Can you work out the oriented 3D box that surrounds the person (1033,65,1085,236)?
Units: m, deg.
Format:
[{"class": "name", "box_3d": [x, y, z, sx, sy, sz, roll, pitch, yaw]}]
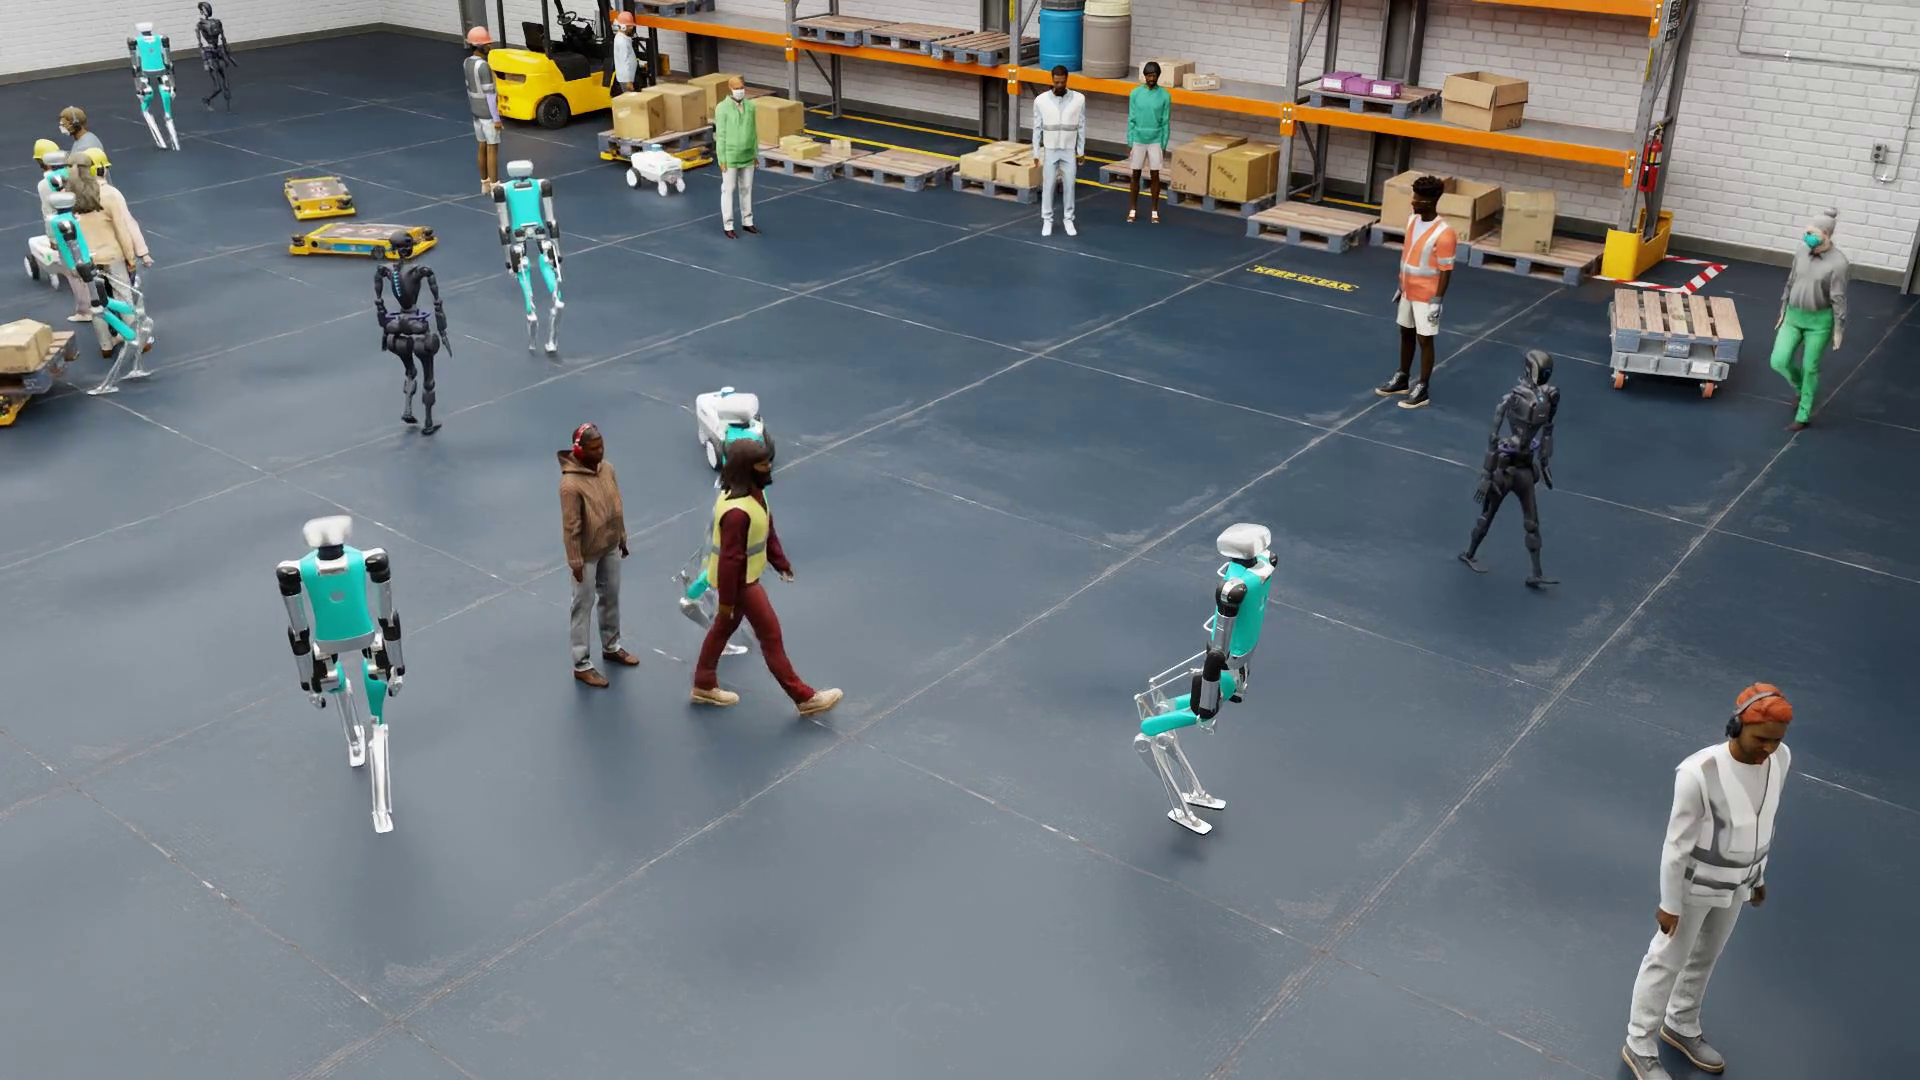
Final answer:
[{"class": "person", "box_3d": [1.115, -4.407, 18.819, 0.595, 1.908, 0.408, -3, 26, -5]}]

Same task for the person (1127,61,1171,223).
[{"class": "person", "box_3d": [2.189, -4.631, 19.356, 0.496, 1.843, 0.404, 4, 26, 8]}]

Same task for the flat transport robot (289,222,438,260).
[{"class": "flat transport robot", "box_3d": [-6.609, -3.316, 18.437, 1.431, 0.231, 0.659, 4, 26, 8]}]

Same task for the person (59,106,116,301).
[{"class": "person", "box_3d": [-8.622, -3.364, 16.635, 0.368, 1.931, 0.628, -13, 28, -24]}]

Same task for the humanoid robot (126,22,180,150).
[{"class": "humanoid robot", "box_3d": [-10.997, -6.134, 22.668, 0.536, 1.847, 0.743, -19, 31, -33]}]

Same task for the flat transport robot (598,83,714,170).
[{"class": "flat transport robot", "box_3d": [-4.062, -5.171, 22.279, 1.431, 0.231, 0.659, 16, 30, 30]}]

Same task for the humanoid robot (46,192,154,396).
[{"class": "humanoid robot", "box_3d": [-7.290, -2.151, 14.336, 0.761, 1.769, 0.534, -16, 30, -29]}]

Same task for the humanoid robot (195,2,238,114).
[{"class": "humanoid robot", "box_3d": [-11.190, -7.216, 24.907, 0.472, 1.644, 0.586, 9, 27, 17]}]

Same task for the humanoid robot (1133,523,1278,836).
[{"class": "humanoid robot", "box_3d": [1.166, 0.656, 8.369, 0.735, 1.677, 0.533, 15, 29, 27]}]

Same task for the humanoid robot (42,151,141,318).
[{"class": "humanoid robot", "box_3d": [-8.080, -2.787, 15.687, 0.713, 1.797, 0.550, -12, 28, -23]}]

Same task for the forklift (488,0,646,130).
[{"class": "forklift", "box_3d": [-5.874, -7.334, 24.552, 1.214, 2.155, 2.313, 19, 32, 34]}]

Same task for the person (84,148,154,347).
[{"class": "person", "box_3d": [-7.822, -2.649, 15.236, 0.813, 1.855, 0.436, 6, 26, 13]}]

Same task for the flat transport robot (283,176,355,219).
[{"class": "flat transport robot", "box_3d": [-7.794, -4.166, 20.199, 0.659, 0.231, 1.431, -12, 28, -23]}]

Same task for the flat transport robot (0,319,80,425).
[{"class": "flat transport robot", "box_3d": [-8.297, -1.294, 14.251, 0.659, 0.231, 1.431, -5, 26, -9]}]

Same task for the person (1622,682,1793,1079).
[{"class": "person", "box_3d": [3.071, 1.410, 6.792, 0.572, 1.886, 0.355, -12, 28, -23]}]

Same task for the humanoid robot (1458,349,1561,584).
[{"class": "humanoid robot", "box_3d": [3.689, -0.466, 10.943, 0.610, 1.628, 0.736, -13, 29, -24]}]

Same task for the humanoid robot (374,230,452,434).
[{"class": "humanoid robot", "box_3d": [-4.408, -1.673, 13.406, 0.609, 1.646, 0.346, 4, 26, 7]}]

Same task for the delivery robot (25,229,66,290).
[{"class": "delivery robot", "box_3d": [-9.437, -2.956, 17.370, 0.499, 0.601, 0.796, -21, 33, -36]}]

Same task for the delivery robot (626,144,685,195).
[{"class": "delivery robot", "box_3d": [-3.804, -4.671, 20.893, 0.499, 0.575, 0.750, -23, 34, -39]}]

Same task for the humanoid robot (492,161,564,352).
[{"class": "humanoid robot", "box_3d": [-3.827, -2.462, 15.026, 0.540, 1.792, 0.814, -10, 28, -20]}]

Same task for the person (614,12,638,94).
[{"class": "person", "box_3d": [-4.669, -6.540, 23.425, 0.351, 1.739, 0.572, -6, 26, -11]}]

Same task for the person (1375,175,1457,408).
[{"class": "person", "box_3d": [3.854, -2.080, 13.930, 0.371, 1.963, 0.606, -9, 27, -18]}]

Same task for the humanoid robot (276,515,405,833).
[{"class": "humanoid robot", "box_3d": [-3.203, 0.579, 8.755, 0.530, 1.778, 1.039, -9, 27, -18]}]

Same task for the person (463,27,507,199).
[{"class": "person", "box_3d": [-5.780, -5.222, 20.348, 0.375, 2.045, 0.604, -19, 32, -34]}]

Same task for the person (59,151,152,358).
[{"class": "person", "box_3d": [-7.762, -2.558, 15.023, 0.565, 1.875, 0.391, -5, 26, -10]}]

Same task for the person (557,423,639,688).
[{"class": "person", "box_3d": [-2.166, 0.069, 9.848, 0.308, 1.646, 0.462, 14, 29, 27]}]

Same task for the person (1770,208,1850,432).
[{"class": "person", "box_3d": [6.945, -1.798, 13.504, 0.471, 1.836, 0.629, -15, 30, -29]}]

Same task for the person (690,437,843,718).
[{"class": "person", "box_3d": [-1.164, 0.221, 9.439, 0.940, 1.719, 0.475, 0, 26, 0]}]

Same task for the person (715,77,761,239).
[{"class": "person", "box_3d": [-2.504, -4.326, 18.789, 0.538, 1.784, 0.387, -20, 32, -35]}]

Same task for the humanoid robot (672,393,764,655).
[{"class": "humanoid robot", "box_3d": [-1.477, -0.017, 9.982, 0.667, 1.824, 0.570, 1, 26, 3]}]

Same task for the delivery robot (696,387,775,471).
[{"class": "delivery robot", "box_3d": [-1.809, -0.914, 13.110, 0.499, 0.572, 0.747, -12, 28, -24]}]

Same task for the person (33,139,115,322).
[{"class": "person", "box_3d": [-8.586, -2.975, 16.023, 0.340, 1.760, 0.530, 8, 27, 17]}]
